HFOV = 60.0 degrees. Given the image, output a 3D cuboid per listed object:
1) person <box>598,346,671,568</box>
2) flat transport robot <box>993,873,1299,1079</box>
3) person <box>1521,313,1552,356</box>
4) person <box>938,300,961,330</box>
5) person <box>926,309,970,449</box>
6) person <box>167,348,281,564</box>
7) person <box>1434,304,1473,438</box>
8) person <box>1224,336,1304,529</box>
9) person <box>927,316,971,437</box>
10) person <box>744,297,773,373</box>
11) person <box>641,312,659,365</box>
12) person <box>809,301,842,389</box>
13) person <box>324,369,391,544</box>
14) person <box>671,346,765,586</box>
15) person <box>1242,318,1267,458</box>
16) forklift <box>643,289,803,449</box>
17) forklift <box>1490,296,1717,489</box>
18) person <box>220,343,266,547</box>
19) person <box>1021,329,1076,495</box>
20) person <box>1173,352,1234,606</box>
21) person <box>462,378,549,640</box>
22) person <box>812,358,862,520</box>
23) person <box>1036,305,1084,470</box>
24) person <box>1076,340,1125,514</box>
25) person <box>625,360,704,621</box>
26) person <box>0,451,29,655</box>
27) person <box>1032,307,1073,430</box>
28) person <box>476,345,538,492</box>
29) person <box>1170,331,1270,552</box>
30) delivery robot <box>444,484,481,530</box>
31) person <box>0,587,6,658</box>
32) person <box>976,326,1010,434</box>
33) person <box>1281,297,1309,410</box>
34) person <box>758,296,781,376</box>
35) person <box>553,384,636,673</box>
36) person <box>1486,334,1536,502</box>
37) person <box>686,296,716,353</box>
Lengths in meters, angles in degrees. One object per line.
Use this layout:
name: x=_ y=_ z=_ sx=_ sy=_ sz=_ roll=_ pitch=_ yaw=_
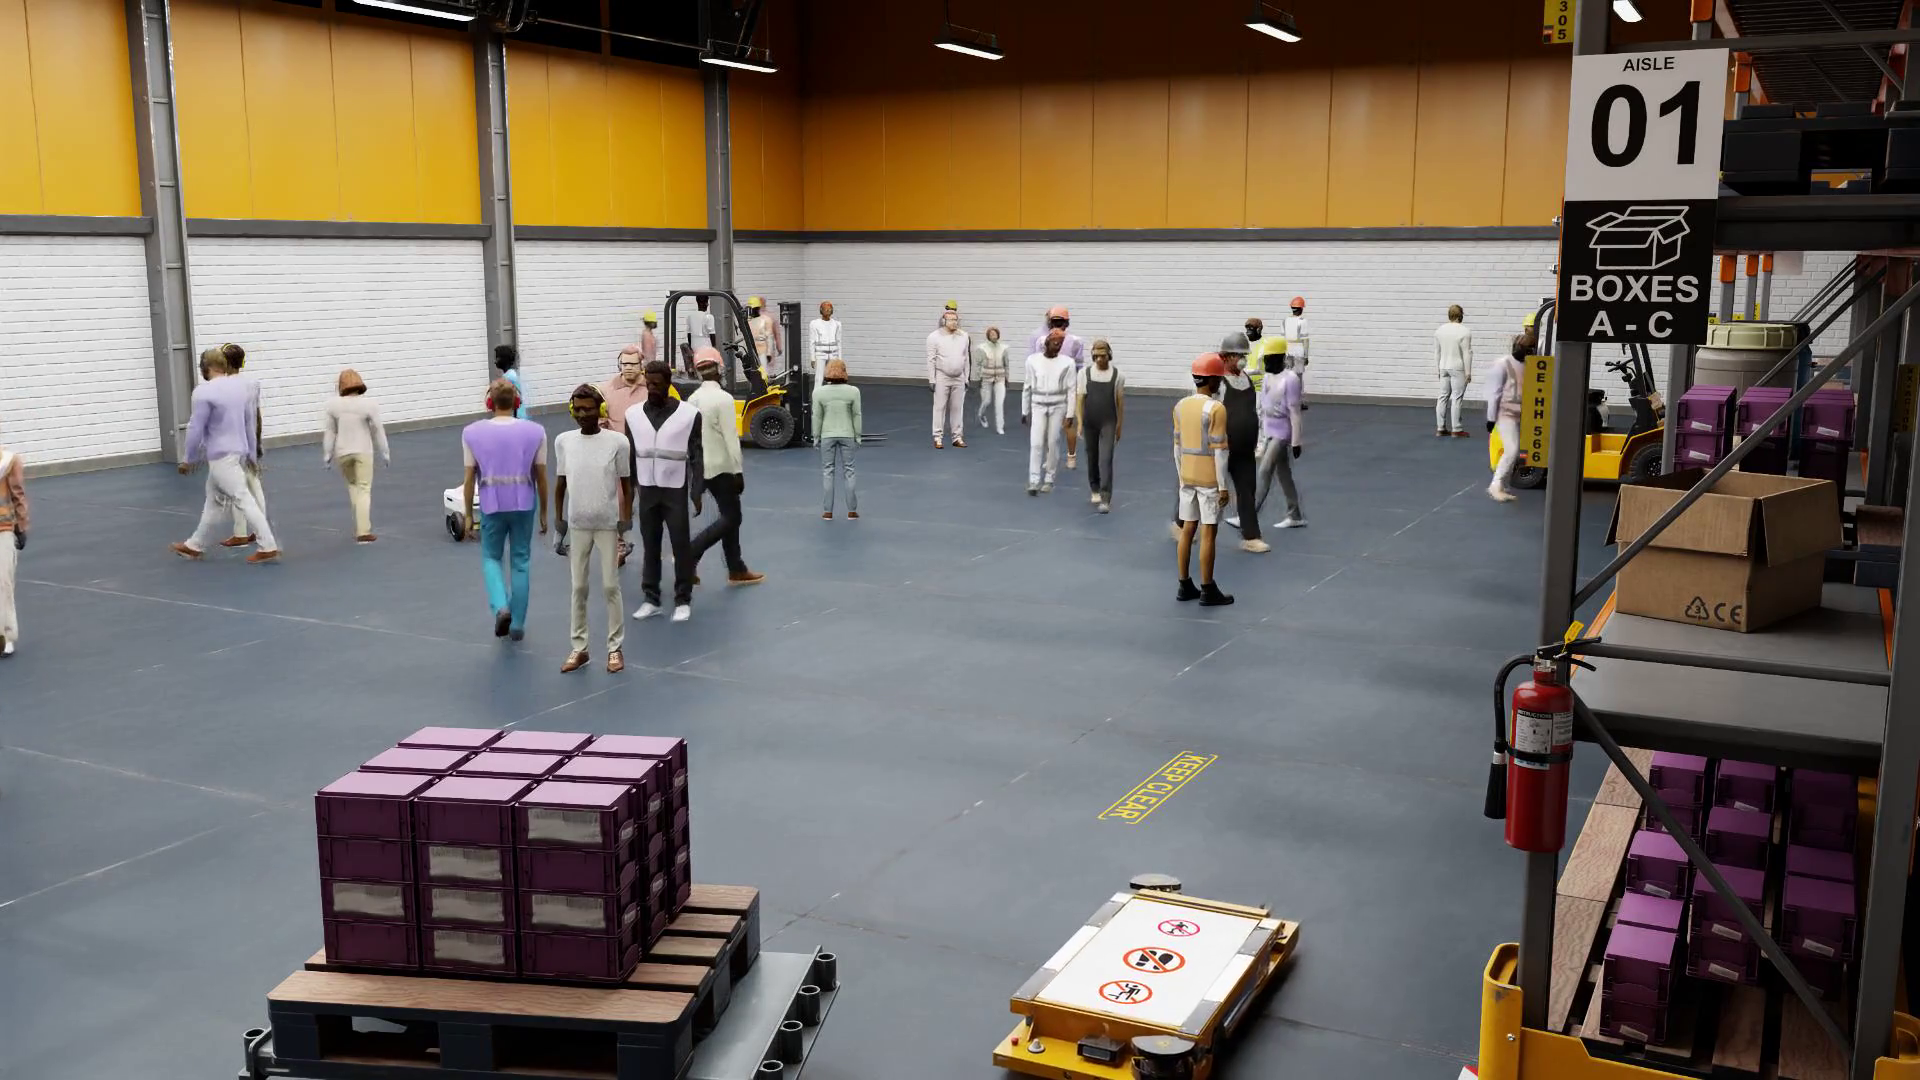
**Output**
person: x=-2.775 y=-0.699 z=14.174 sx=0.652 sy=1.904 sz=0.402 roll=-1 pitch=10 yaw=-7
flat transport robot: x=0.705 y=1.545 z=5.899 sx=0.652 sy=0.197 sz=1.431 roll=5 pitch=11 yaw=25
person: x=8.143 y=-2.313 z=23.724 sx=0.403 sy=1.831 sz=0.597 roll=-4 pitch=10 yaw=-21
person: x=-0.179 y=-3.798 z=32.512 sx=0.532 sy=1.767 sz=0.328 roll=7 pitch=12 yaw=34
person: x=-0.141 y=-2.215 z=22.934 sx=0.643 sy=1.913 sz=0.410 roll=-5 pitch=11 yaw=-26
person: x=-6.377 y=-0.711 z=14.351 sx=1.057 sy=1.871 sz=0.630 roll=1 pitch=10 yaw=5
person: x=7.206 y=-2.462 z=24.282 sx=0.372 sy=1.940 sz=0.632 roll=-7 pitch=12 yaw=-36
person: x=2.965 y=-1.015 z=16.066 sx=0.969 sy=1.879 sz=0.604 roll=-3 pitch=10 yaw=-15
person: x=-0.167 y=-2.420 z=24.342 sx=0.638 sy=1.841 sz=0.429 roll=0 pitch=10 yaw=1
person: x=-3.572 y=-3.355 z=29.533 sx=0.593 sy=1.914 sz=0.467 roll=6 pitch=12 yaw=32
person: x=-5.154 y=-2.925 z=27.603 sx=0.927 sy=1.713 sz=0.542 roll=1 pitch=10 yaw=3
person: x=-2.234 y=-3.036 z=27.767 sx=0.576 sy=1.883 sz=0.355 roll=-5 pitch=11 yaw=-26
person: x=-5.615 y=-0.791 z=15.542 sx=0.566 sy=1.604 sz=0.653 roll=0 pitch=10 yaw=0
person: x=-1.947 y=-0.566 z=13.276 sx=0.742 sy=1.946 sz=0.644 roll=-6 pitch=12 yaw=-33
person: x=3.842 y=-1.995 z=21.857 sx=0.637 sy=1.842 sz=0.429 roll=8 pitch=13 yaw=40
forklift: x=-3.358 y=-2.392 z=23.136 sx=2.313 sy=2.155 sz=1.214 roll=-1 pitch=10 yaw=-5
forklift: x=7.296 y=-1.677 z=18.993 sx=2.313 sy=2.155 sz=1.214 roll=5 pitch=11 yaw=27
person: x=-6.625 y=-0.864 z=15.257 sx=0.328 sy=1.861 sz=0.514 roll=5 pitch=11 yaw=26
person: x=0.959 y=-1.403 z=18.432 sx=0.618 sy=1.840 sz=0.910 roll=2 pitch=10 yaw=9
person: x=1.870 y=-0.466 z=12.729 sx=0.358 sy=1.938 sz=0.542 roll=-7 pitch=12 yaw=-34
person: x=-3.128 y=-0.203 z=11.501 sx=0.569 sy=1.830 sz=0.441 roll=-3 pitch=10 yaw=-17
person: x=-1.235 y=-1.012 z=16.761 sx=0.498 sy=1.634 sz=0.278 roll=-1 pitch=10 yaw=-4
person: x=1.222 y=-1.877 z=20.596 sx=0.613 sy=2.039 sz=0.389 roll=-2 pitch=10 yaw=-9
person: x=1.483 y=-1.219 z=17.532 sx=0.498 sy=1.801 sz=0.972 roll=2 pitch=10 yaw=11
person: x=-2.169 y=-0.363 z=12.196 sx=0.597 sy=1.915 sz=0.373 roll=2 pitch=10 yaw=9
person: x=-6.535 y=-0.017 z=11.075 sx=0.523 sy=1.616 sz=0.687 roll=-2 pitch=10 yaw=-14
person: x=1.386 y=-2.612 z=25.335 sx=0.663 sy=1.881 sz=0.615 roll=-3 pitch=10 yaw=-16
person: x=-5.114 y=-1.340 z=18.572 sx=0.846 sy=1.652 sz=0.556 roll=-2 pitch=10 yaw=-11
person: x=2.372 y=-0.933 z=15.130 sx=0.684 sy=2.000 sz=0.992 roll=-7 pitch=12 yaw=-35
delivery robot: x=-4.647 y=-0.354 z=15.808 sx=0.477 sy=0.478 sz=0.707 roll=-6 pitch=12 yaw=-33
person: x=-4.914 y=0.400 z=7.981 sx=0.546 sy=1.875 sz=1.033 roll=-2 pitch=10 yaw=-11
person: x=0.475 y=-2.398 z=24.859 sx=0.529 sy=1.620 sz=0.629 roll=-2 pitch=10 yaw=-11
person: x=5.748 y=-3.187 z=28.479 sx=0.546 sy=1.938 sz=0.361 roll=10 pitch=14 yaw=44
person: x=-3.667 y=-3.590 z=30.979 sx=0.661 sy=1.884 sz=0.621 roll=0 pitch=10 yaw=0
person: x=-2.348 y=-0.070 z=10.662 sx=0.534 sy=1.858 sz=0.309 roll=0 pitch=10 yaw=2
person: x=5.985 y=-1.305 z=17.921 sx=0.638 sy=1.820 sz=0.470 roll=-6 pitch=12 yaw=-32
person: x=-4.631 y=-3.456 z=29.949 sx=0.613 sy=1.964 sz=0.361 roll=5 pitch=11 yaw=29
